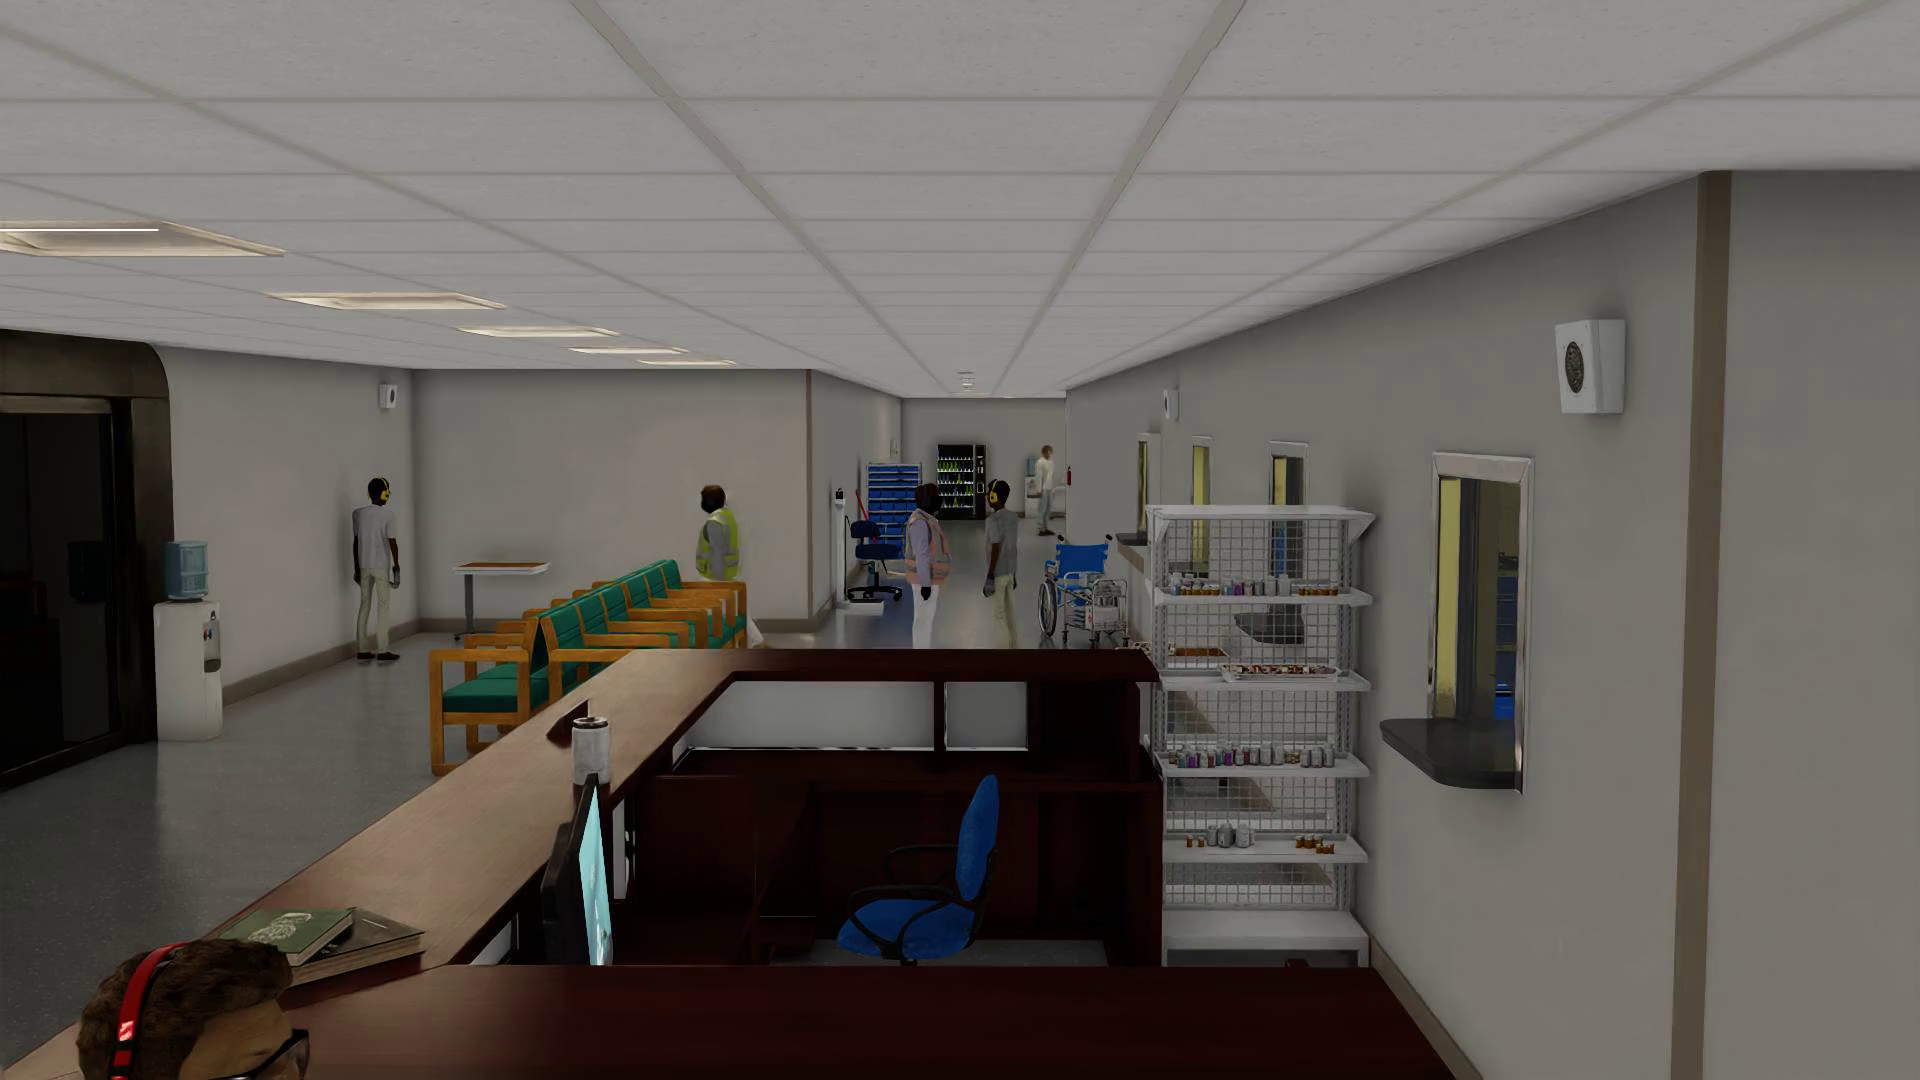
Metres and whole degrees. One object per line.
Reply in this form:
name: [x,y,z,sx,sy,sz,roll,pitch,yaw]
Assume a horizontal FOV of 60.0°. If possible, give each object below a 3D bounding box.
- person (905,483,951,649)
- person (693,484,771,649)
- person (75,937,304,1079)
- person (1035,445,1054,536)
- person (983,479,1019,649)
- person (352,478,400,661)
person: [-0.298,0.387,15.623,0.429,1.846,0.625,0,4,2]
person: [-2.370,0.338,16.689,0.932,1.804,0.642,1,4,9]
person: [-0.879,1.362,1.893,0.389,1.849,0.565,0,4,7]
person: [1.771,-1.034,35.105,0.401,1.919,0.671,2,5,31]
person: [0.386,0.351,15.942,0.315,1.869,0.526,2,5,31]
person: [-5.889,0.301,16.778,0.523,1.856,0.336,1,4,13]
